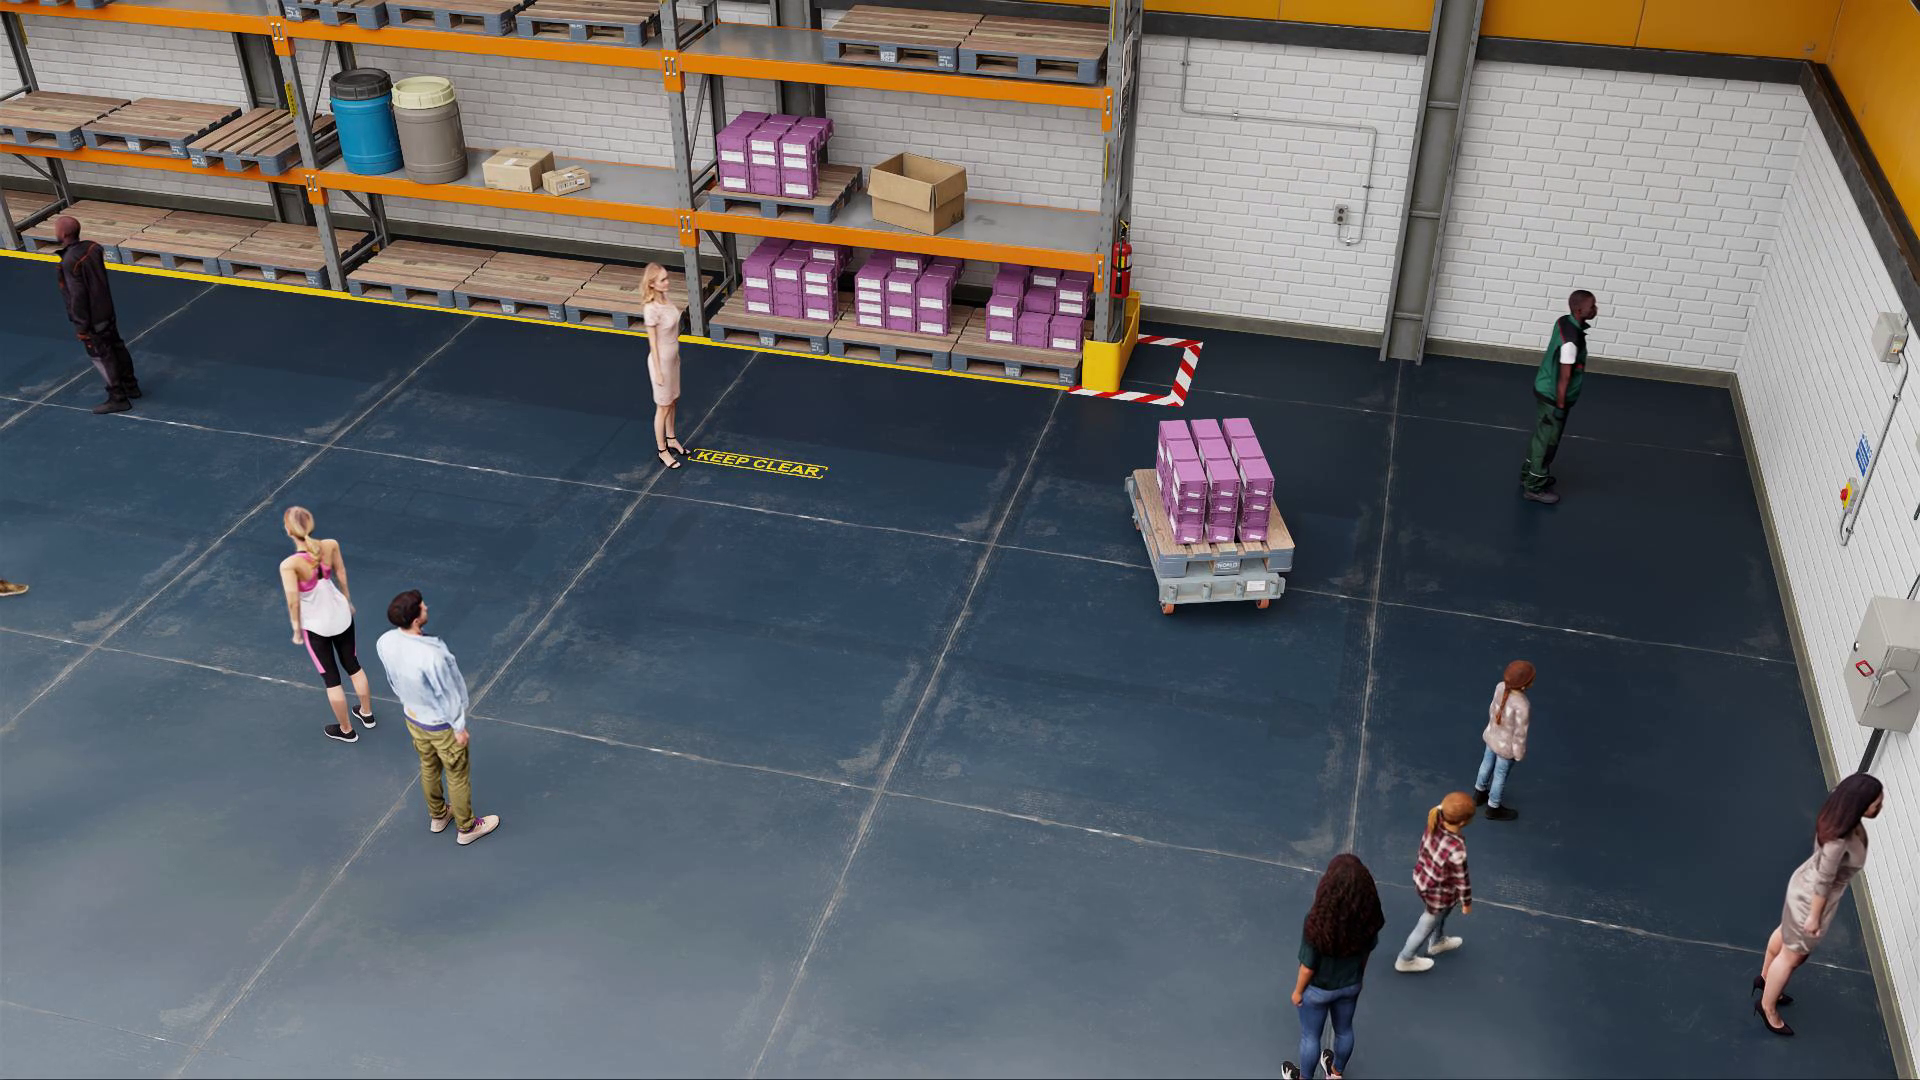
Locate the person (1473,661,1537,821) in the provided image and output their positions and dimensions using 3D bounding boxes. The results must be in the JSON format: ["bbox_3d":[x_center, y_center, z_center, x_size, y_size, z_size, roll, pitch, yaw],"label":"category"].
[{"bbox_3d":[3.398,1.233,10.385,0.592,1.194,0.561,-10,35,-14],"label":"person"}]

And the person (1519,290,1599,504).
[{"bbox_3d":[4.826,-1.179,13.432,0.585,1.839,0.674,7,34,11],"label":"person"}]

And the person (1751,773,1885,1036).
[{"bbox_3d":[4.550,1.911,8.867,0.575,1.746,0.626,16,37,22],"label":"person"}]

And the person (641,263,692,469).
[{"bbox_3d":[-2.470,-1.469,13.875,0.481,1.829,0.569,8,35,12],"label":"person"}]

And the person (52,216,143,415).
[{"bbox_3d":[-7.639,-2.012,14.697,0.703,1.825,0.759,0,34,-1],"label":"person"}]

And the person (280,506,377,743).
[{"bbox_3d":[-4.141,0.549,10.878,0.630,1.788,0.672,20,39,27],"label":"person"}]

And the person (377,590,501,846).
[{"bbox_3d":[-3.188,1.073,10.068,0.614,1.812,0.798,19,38,26],"label":"person"}]

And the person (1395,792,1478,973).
[{"bbox_3d":[2.600,1.928,9.252,0.760,1.291,0.667,-3,34,-5],"label":"person"}]

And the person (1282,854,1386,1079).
[{"bbox_3d":[1.896,2.240,8.489,0.673,1.616,0.762,-8,34,-12],"label":"person"}]
